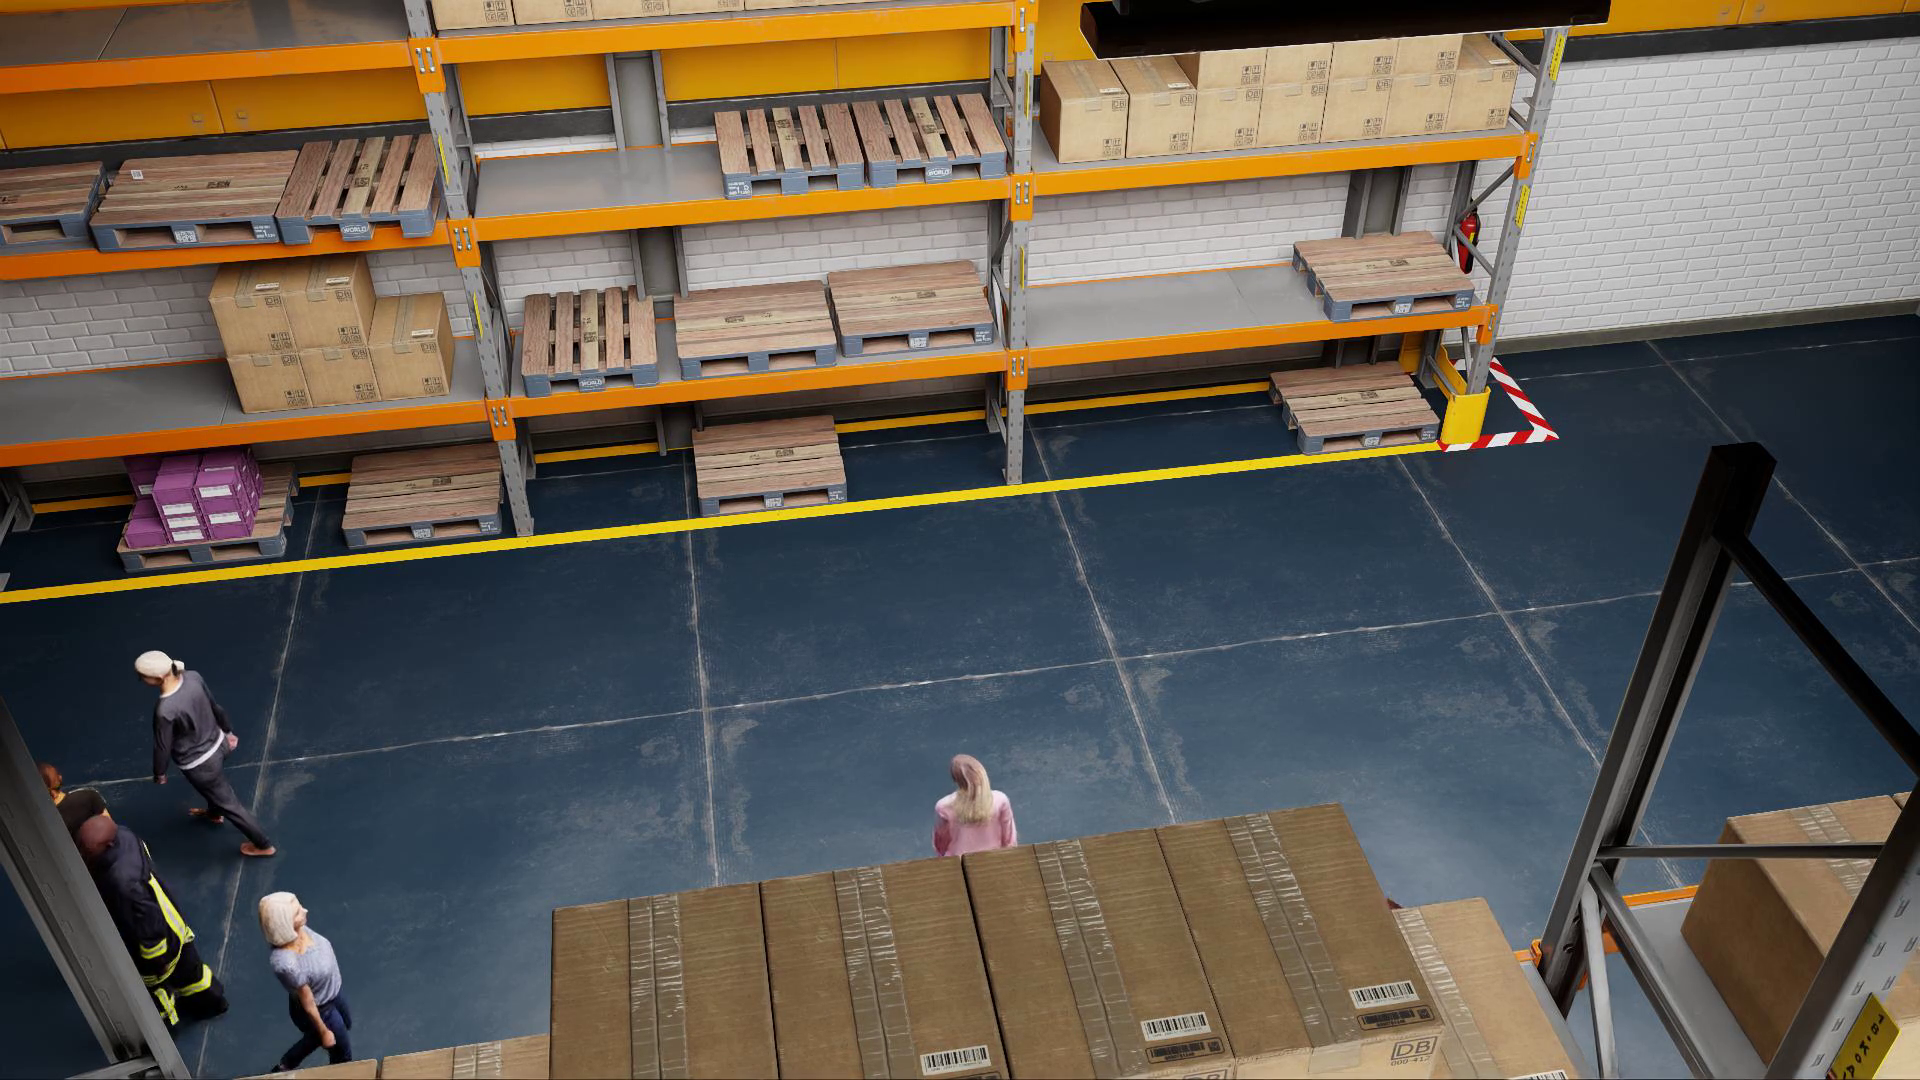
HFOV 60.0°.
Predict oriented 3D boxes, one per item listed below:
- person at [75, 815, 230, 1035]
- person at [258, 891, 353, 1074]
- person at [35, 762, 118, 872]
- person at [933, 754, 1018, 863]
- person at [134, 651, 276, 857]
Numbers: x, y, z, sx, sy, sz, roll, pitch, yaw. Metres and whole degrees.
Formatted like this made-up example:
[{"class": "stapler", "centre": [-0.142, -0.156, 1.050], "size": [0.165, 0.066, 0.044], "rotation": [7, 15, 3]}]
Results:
[{"class": "person", "centre": [-4.445, 2.109, 9.204], "size": [0.879, 1.794, 0.889], "rotation": [-11, 40, -14]}, {"class": "person", "centre": [-3.498, 2.472, 8.813], "size": [0.837, 1.713, 0.623], "rotation": [-10, 40, -13]}, {"class": "person", "centre": [-4.978, 1.906, 9.562], "size": [0.756, 1.663, 0.657], "rotation": [30, 47, 32]}, {"class": "person", "centre": [0.096, 1.895, 9.571], "size": [0.543, 1.670, 0.774], "rotation": [2, 39, 3]}, {"class": "person", "centre": [-4.594, 1.330, 10.259], "size": [1.024, 1.693, 0.819], "rotation": [6, 39, 7]}]
